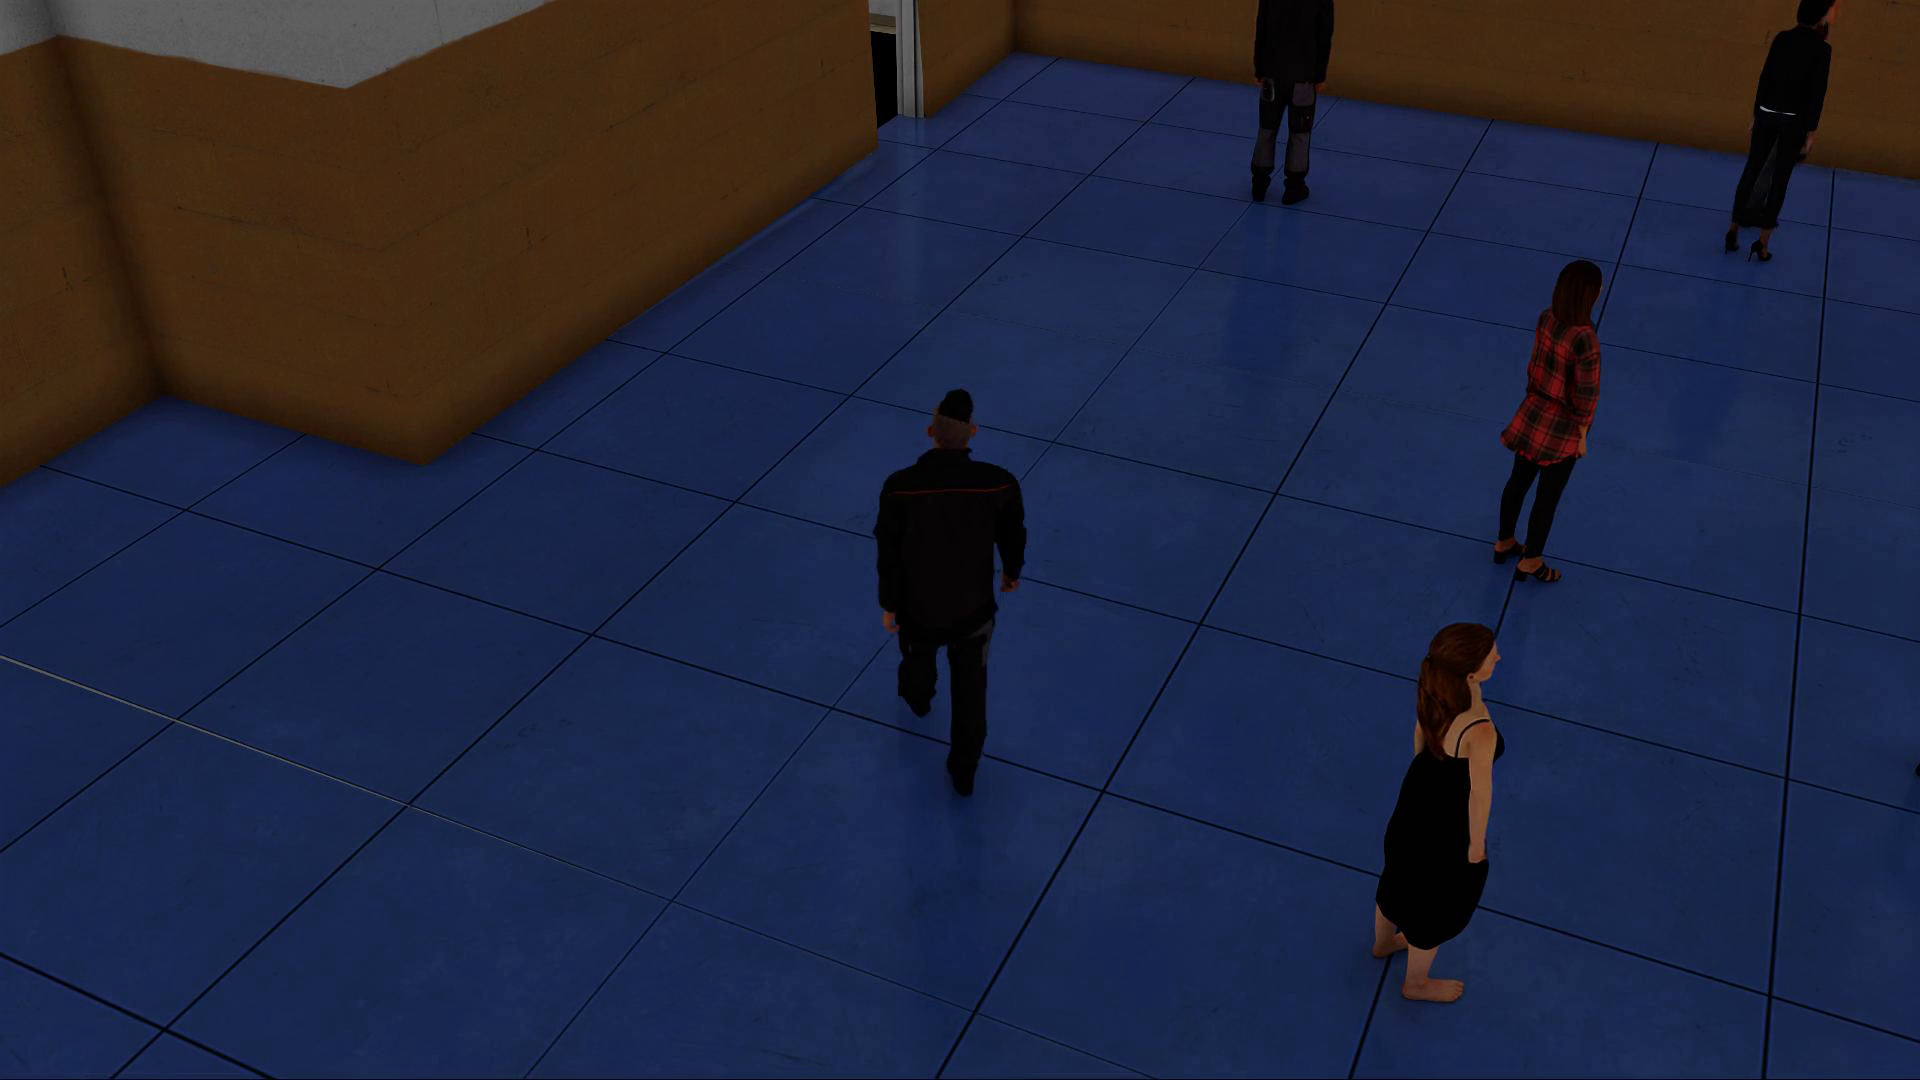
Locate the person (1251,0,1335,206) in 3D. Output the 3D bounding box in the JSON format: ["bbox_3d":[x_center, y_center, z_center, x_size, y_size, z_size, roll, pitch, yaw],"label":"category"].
[{"bbox_3d":[2.420,-3.437,12.203,0.535,1.946,0.770,12,36,18],"label":"person"}]

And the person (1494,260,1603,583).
[{"bbox_3d":[2.885,-0.571,8.114,0.752,1.703,0.695,-11,35,-16],"label":"person"}]

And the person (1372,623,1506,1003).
[{"bbox_3d":[1.692,0.957,5.889,0.731,1.625,0.677,-9,35,-14],"label":"person"}]

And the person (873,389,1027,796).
[{"bbox_3d":[-0.036,0.257,6.734,1.143,1.831,1.148,-4,34,-6],"label":"person"}]

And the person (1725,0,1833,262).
[{"bbox_3d":[5.602,-2.810,11.362,0.751,1.834,0.627,-22,39,-29],"label":"person"}]

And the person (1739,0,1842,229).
[{"bbox_3d":[5.786,-3.040,11.776,0.640,1.759,0.710,9,35,13],"label":"person"}]
